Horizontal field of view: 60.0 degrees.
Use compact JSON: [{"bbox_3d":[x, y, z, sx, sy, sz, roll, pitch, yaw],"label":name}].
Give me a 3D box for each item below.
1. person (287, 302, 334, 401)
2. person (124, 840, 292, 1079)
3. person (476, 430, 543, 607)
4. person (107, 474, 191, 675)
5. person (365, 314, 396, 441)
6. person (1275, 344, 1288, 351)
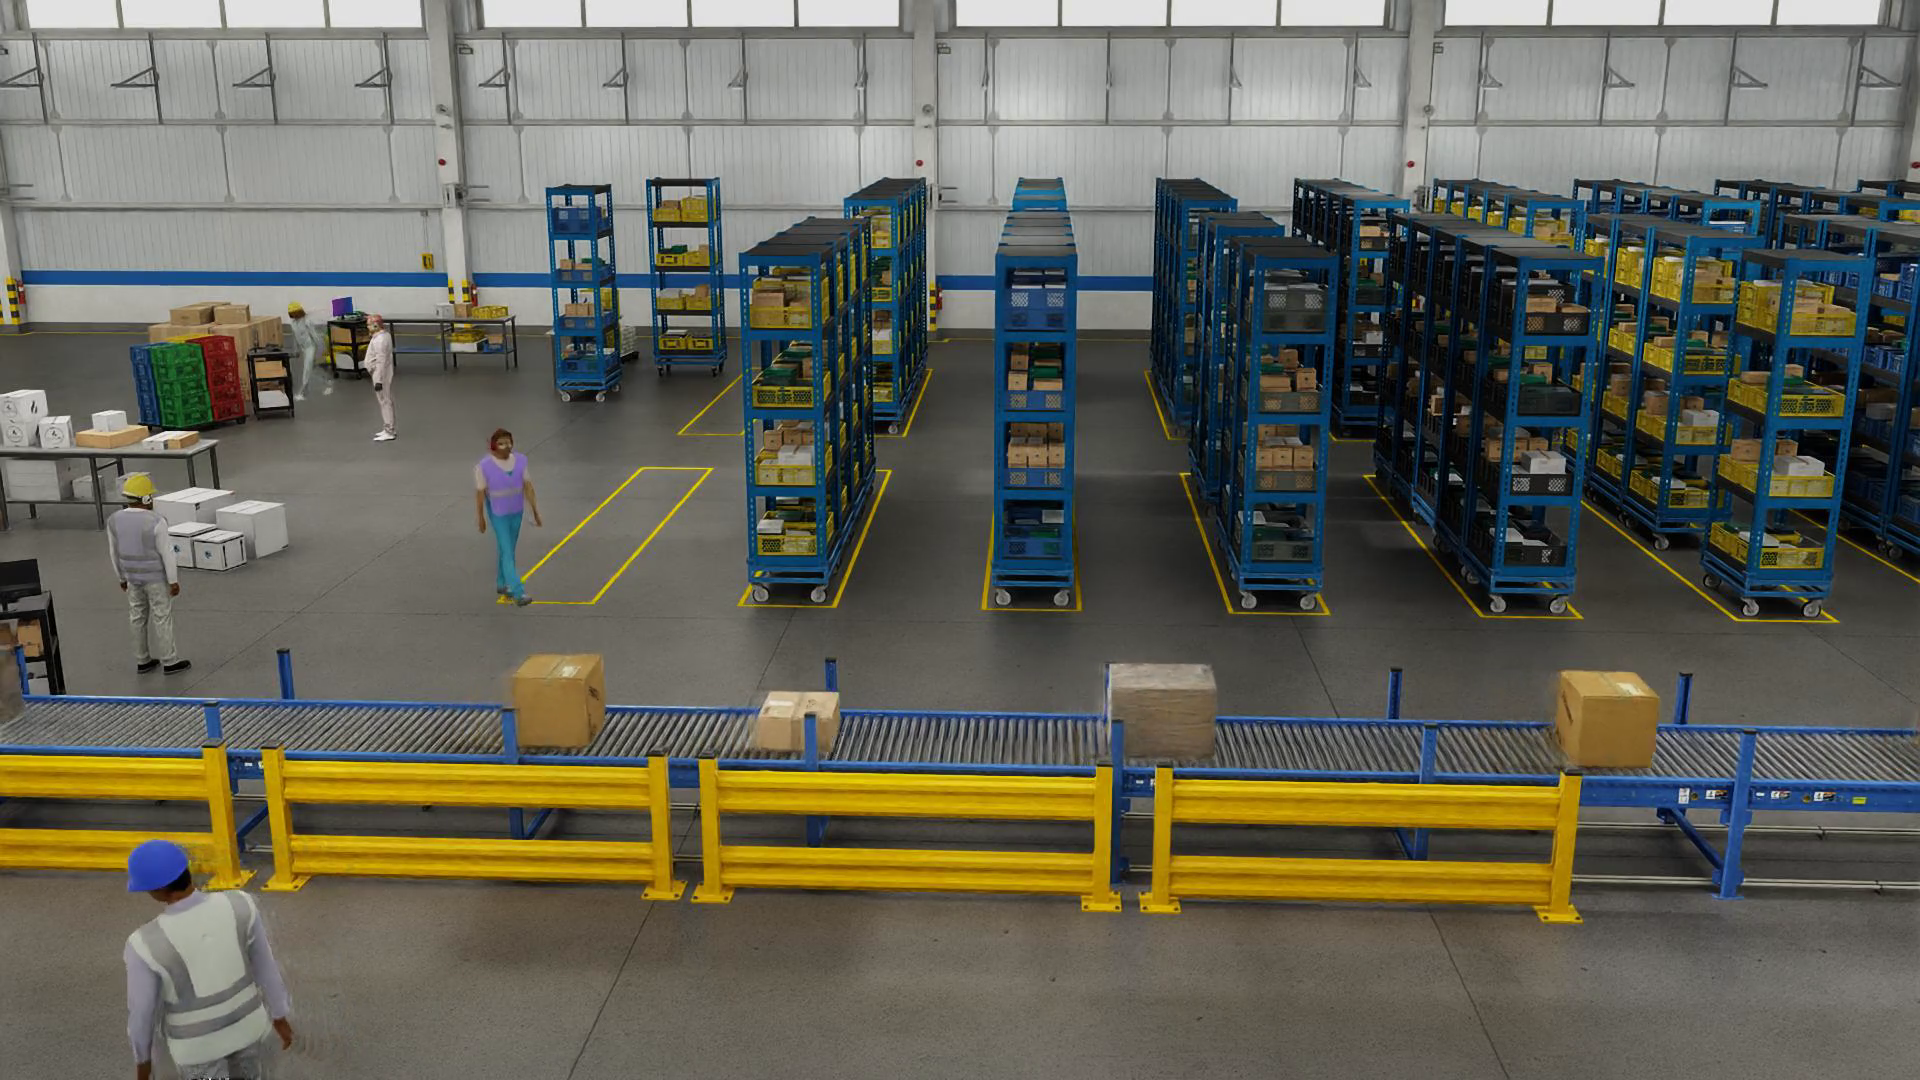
[{"bbox_3d":[-11.122,-3.266,28.492,0.515,1.676,0.912,9,18,31],"label":"person"},{"bbox_3d":[-3.424,2.249,7.581,0.564,1.900,0.630,11,18,34],"label":"person"},{"bbox_3d":[-4.567,-0.227,16.970,0.951,1.800,0.574,13,20,40],"label":"person"},{"bbox_3d":[-7.272,0.312,14.909,0.600,1.830,0.403,3,15,11],"label":"person"},{"bbox_3d":[-8.722,-2.452,25.031,0.411,1.908,0.643,-3,15,-13],"label":"person"},{"bbox_3d":[4.548,-2.053,23.736,0.672,1.804,0.619,8,17,28],"label":"person"}]
